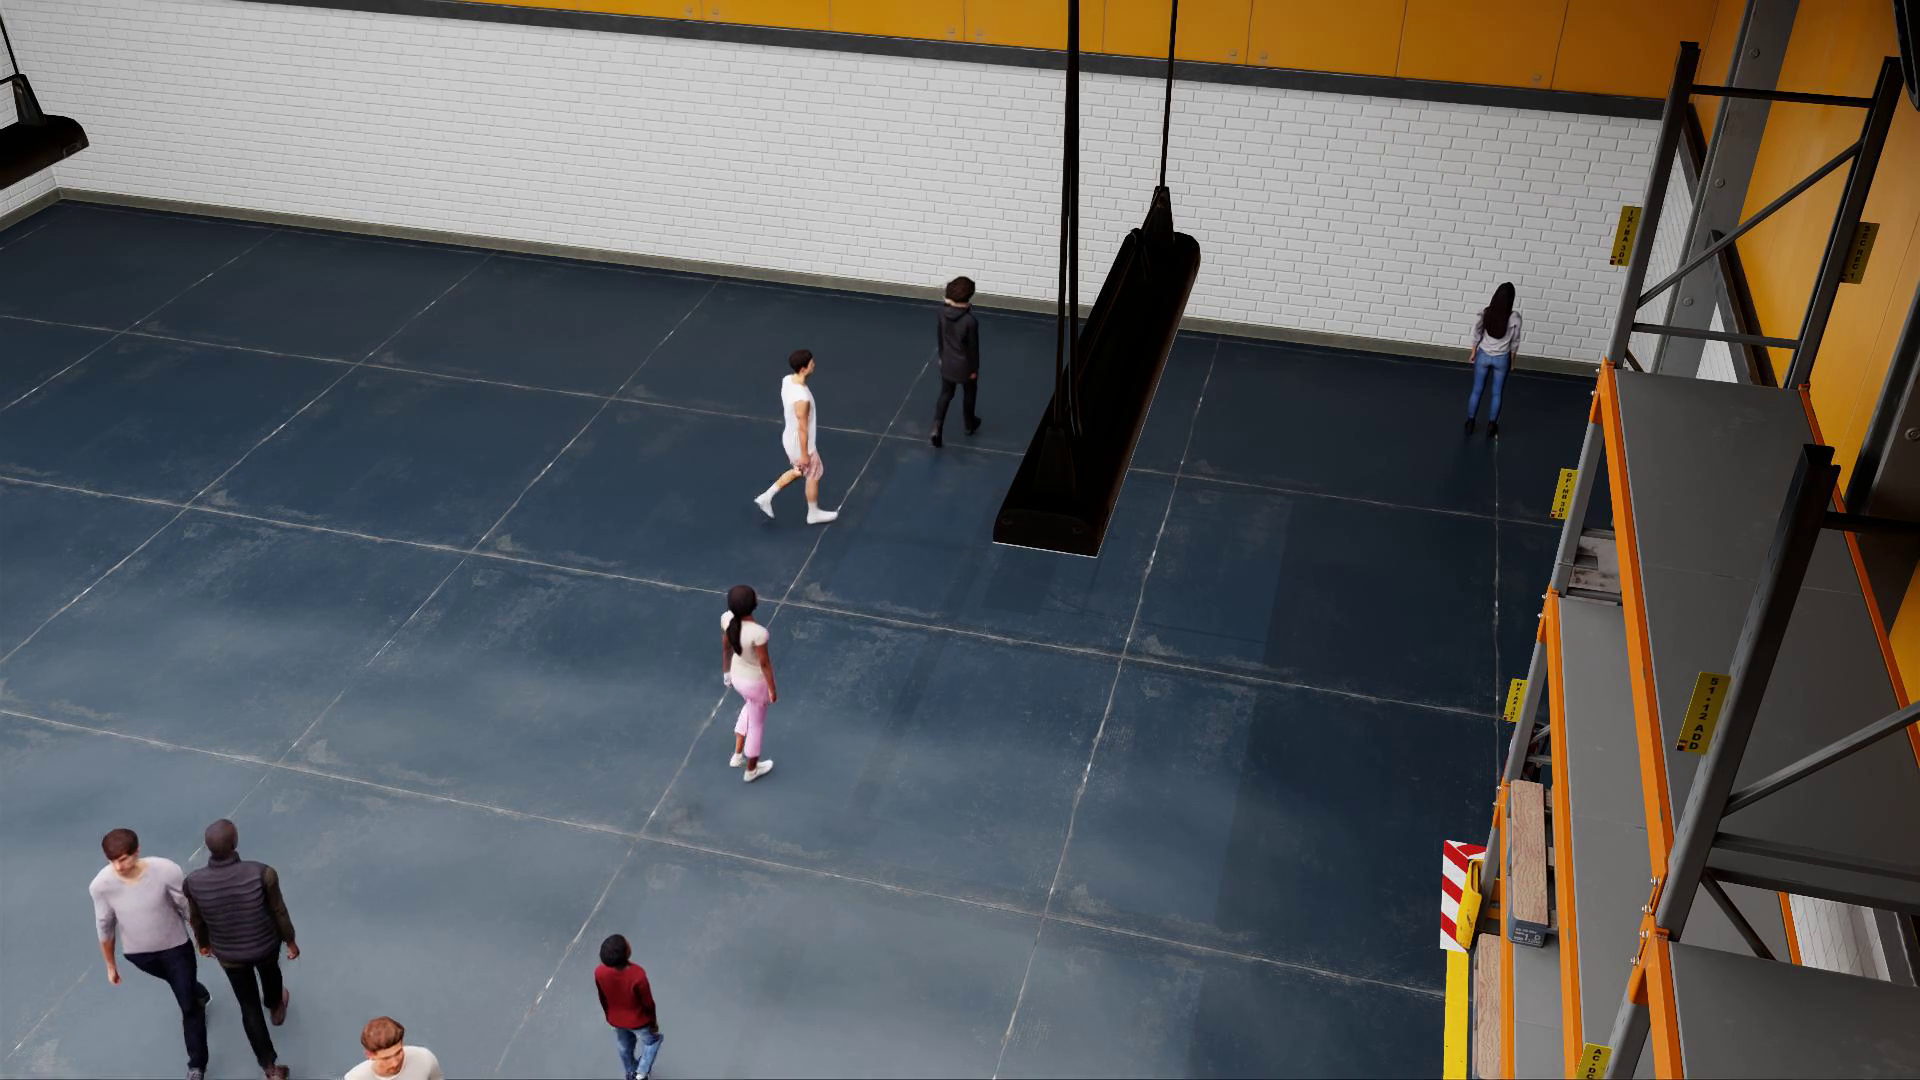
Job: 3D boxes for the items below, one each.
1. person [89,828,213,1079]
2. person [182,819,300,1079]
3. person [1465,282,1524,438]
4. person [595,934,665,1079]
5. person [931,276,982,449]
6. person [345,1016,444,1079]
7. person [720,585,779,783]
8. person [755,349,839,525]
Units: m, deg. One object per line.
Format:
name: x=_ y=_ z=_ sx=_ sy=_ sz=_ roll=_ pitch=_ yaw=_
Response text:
person: x=-4.819 y=2.377 z=10.054 sx=0.996 sy=1.796 sz=1.256 roll=-5 pitch=34 yaw=-8
person: x=-4.239 y=2.490 z=9.885 sx=1.102 sy=1.795 sz=1.280 roll=-10 pitch=35 yaw=-15
person: x=5.284 y=-1.791 z=16.472 sx=0.619 sy=1.633 sz=0.534 roll=12 pitch=35 yaw=17
person: x=-1.976 y=2.849 z=9.840 sx=0.505 sy=1.247 sz=0.556 roll=9 pitch=35 yaw=13
person: x=-0.054 y=-1.711 z=16.241 sx=0.798 sy=1.755 sz=1.138 roll=17 pitch=37 yaw=24
person: x=-2.940 y=3.162 z=8.790 sx=1.045 sy=1.888 sz=1.125 roll=-16 pitch=37 yaw=-23
person: x=-1.588 y=1.076 z=12.072 sx=0.717 sy=1.729 sz=0.762 roll=24 pitch=40 yaw=32
person: x=-1.522 y=-0.877 z=14.977 sx=1.022 sy=1.765 sz=1.029 roll=-11 pitch=35 yaw=-16
